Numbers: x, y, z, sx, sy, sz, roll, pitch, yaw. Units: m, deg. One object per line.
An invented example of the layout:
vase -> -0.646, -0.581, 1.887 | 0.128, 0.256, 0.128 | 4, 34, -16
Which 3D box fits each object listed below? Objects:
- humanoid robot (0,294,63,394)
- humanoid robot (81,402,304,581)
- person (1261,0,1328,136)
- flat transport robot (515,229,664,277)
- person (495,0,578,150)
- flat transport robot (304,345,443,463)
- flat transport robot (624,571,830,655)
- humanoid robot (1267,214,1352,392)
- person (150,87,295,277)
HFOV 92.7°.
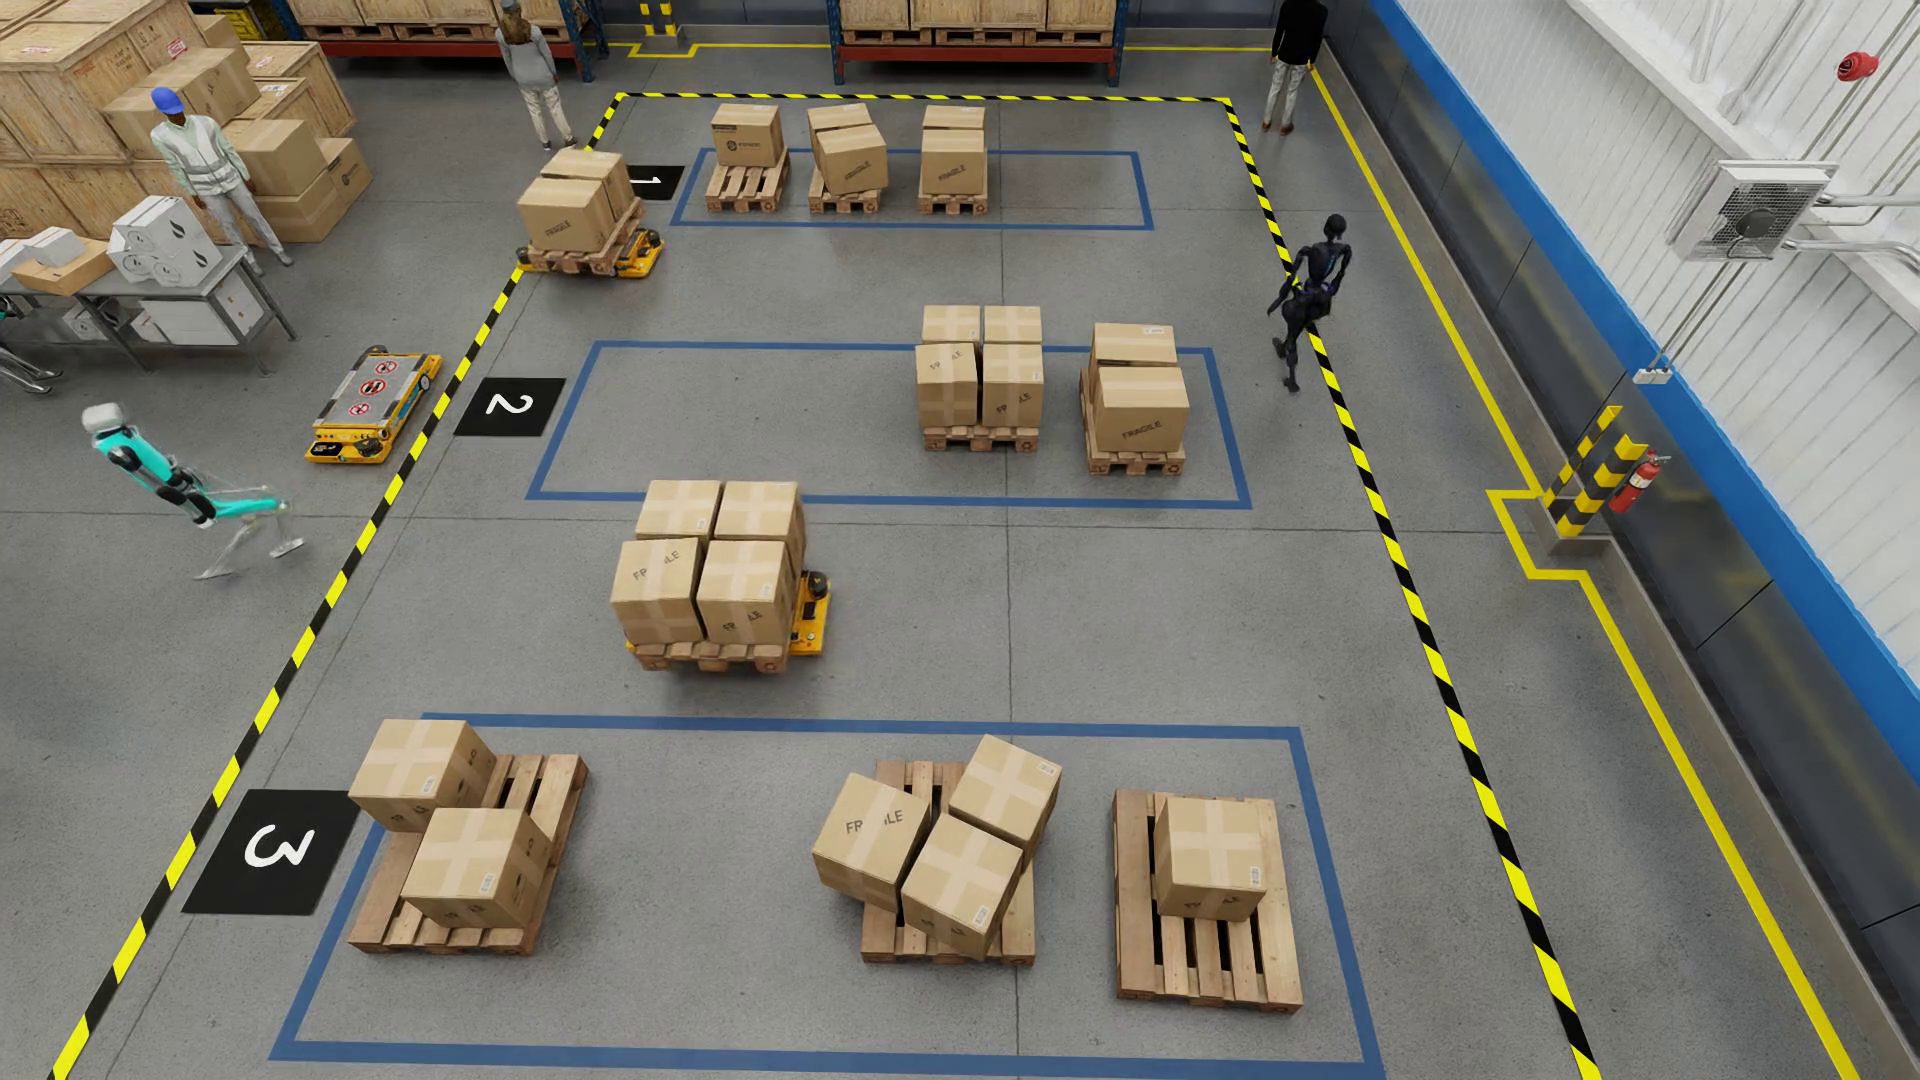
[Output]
humanoid robot -> -8.744, -2.019, 8.028 | 0.735, 1.673, 0.533 | -6, 50, -5
humanoid robot -> -5.503, -0.366, 6.711 | 0.994, 1.737, 0.544 | -35, 58, -26
person -> 4.154, -6.025, 11.411 | 0.585, 1.878, 0.383 | 24, 54, 19
flat transport robot -> -4.054, -3.183, 10.042 | 1.431, 0.197, 0.652 | 4, 50, 3
person -> -5.185, -5.646, 11.164 | 0.563, 1.764, 0.402 | -5, 50, -4
flat transport robot -> -5.383, -1.269, 8.441 | 0.659, 0.231, 1.431 | 1, 50, 1
flat transport robot -> -1.733, 0.532, 6.898 | 1.431, 0.197, 0.652 | 1, 50, 1
humanoid robot -> 3.140, -2.183, 8.327 | 0.596, 1.634, 0.796 | -7, 50, -6
person -> -7.559, -3.634, 9.351 | 0.602, 1.939, 0.408 | -36, 59, -27
